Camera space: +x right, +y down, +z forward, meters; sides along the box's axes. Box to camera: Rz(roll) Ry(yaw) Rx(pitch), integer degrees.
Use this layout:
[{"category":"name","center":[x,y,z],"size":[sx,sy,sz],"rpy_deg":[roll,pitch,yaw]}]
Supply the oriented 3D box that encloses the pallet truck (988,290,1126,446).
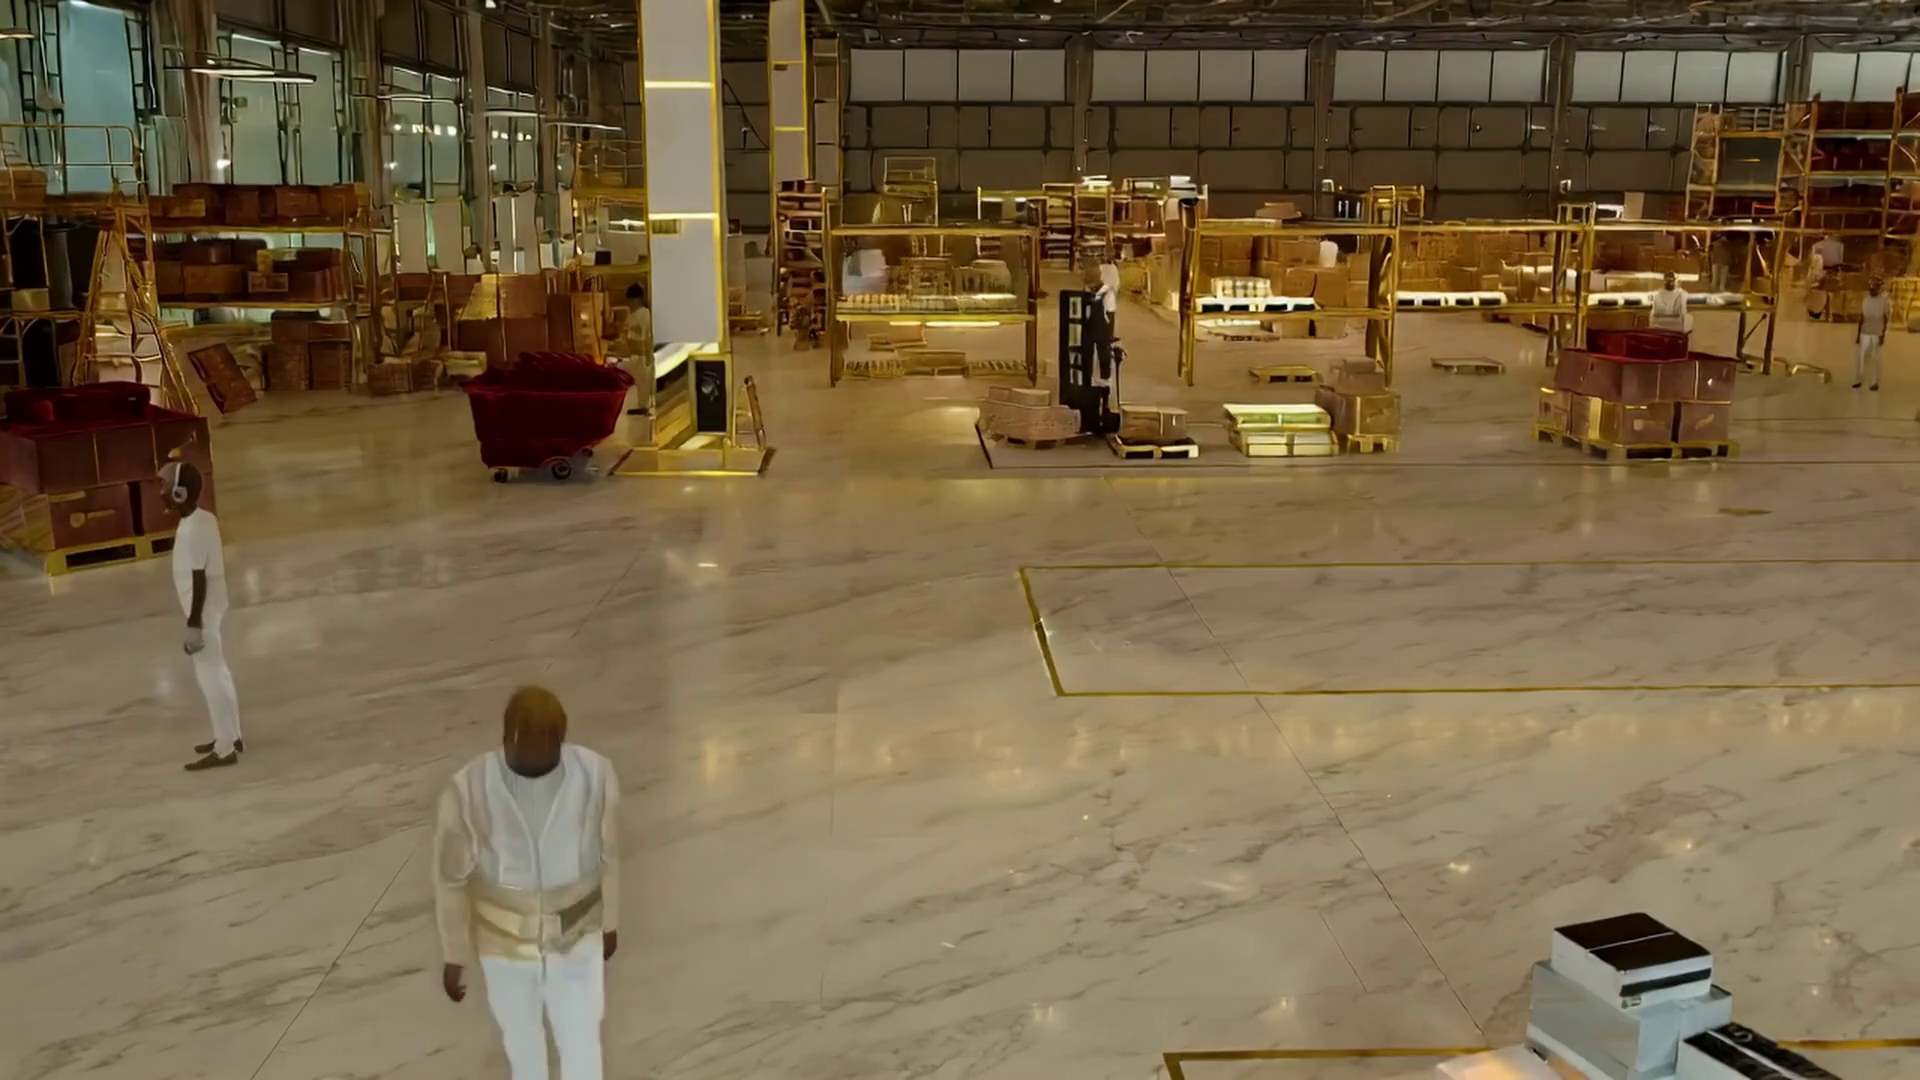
[{"category":"pallet truck","center":[1.257,-2.299,22.111],"size":[1.885,1.965,0.823],"rpy_deg":[-9,15,-35]}]

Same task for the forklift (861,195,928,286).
[{"category":"forklift","center":[-2.114,-9.479,52.520],"size":[1.873,2.768,1.129],"rpy_deg":[6,14,26]}]

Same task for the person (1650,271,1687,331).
[{"category":"person","center":[12.106,-3.658,28.504],"size":[0.337,1.882,0.584],"rpy_deg":[-12,17,-44]}]

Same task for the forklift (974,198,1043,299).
[{"category":"forklift","center":[1.356,-8.191,46.703],"size":[1.873,2.768,1.129],"rpy_deg":[-1,13,-3]}]

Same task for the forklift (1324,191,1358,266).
[{"category":"forklift","center":[14.565,-11.851,63.230],"size":[1.129,2.768,1.873],"rpy_deg":[0,12,-2]}]

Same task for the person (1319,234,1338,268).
[{"category":"person","center":[10.260,-7.581,46.197],"size":[0.631,1.908,0.933],"rpy_deg":[-5,14,-23]}]

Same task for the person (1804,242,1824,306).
[{"category":"person","center":[22.878,-7.108,44.517],"size":[0.532,1.692,0.320],"rpy_deg":[-11,17,-42]}]

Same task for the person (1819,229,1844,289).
[{"category":"person","center":[24.883,-7.900,47.549],"size":[0.613,1.951,1.009],"rpy_deg":[10,16,39]}]

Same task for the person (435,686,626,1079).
[{"category":"person","center":[-1.463,1.415,5.757],"size":[0.649,1.811,0.784],"rpy_deg":[-3,13,-15]}]

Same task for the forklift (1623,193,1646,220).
[{"category":"forklift","center":[23.317,-10.626,57.695],"size":[1.873,2.768,1.129],"rpy_deg":[0,12,-2]}]

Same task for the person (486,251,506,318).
[{"category":"person","center":[-11.443,-6.268,40.868],"size":[0.522,1.631,0.325],"rpy_deg":[12,17,42]}]

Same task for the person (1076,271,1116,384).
[{"category":"person","center":[2.219,-3.494,27.406],"size":[0.706,2.000,1.043],"rpy_deg":[5,13,22]}]

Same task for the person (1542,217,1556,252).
[{"category":"person","center":[21.420,-10.758,60.438],"size":[0.372,1.939,0.544],"rpy_deg":[-12,17,-42]}]

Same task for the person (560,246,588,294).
[{"category":"person","center":[-8.760,-5.742,37.875],"size":[0.596,1.906,0.689],"rpy_deg":[-5,14,-23]}]

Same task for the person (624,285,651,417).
[{"category":"person","center":[-4.720,-2.775,24.417],"size":[0.366,1.926,0.593],"rpy_deg":[-8,15,-32]}]

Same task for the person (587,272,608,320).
[{"category":"person","center":[-8.683,-6.082,39.883],"size":[0.552,1.682,0.436],"rpy_deg":[2,13,8]}]

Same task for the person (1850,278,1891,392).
[{"category":"person","center":[14.917,-3.357,27.212],"size":[0.325,1.860,0.512],"rpy_deg":[-6,14,-27]}]

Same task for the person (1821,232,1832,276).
[{"category":"person","center":[25.390,-8.100,48.711],"size":[0.757,1.812,0.653],"rpy_deg":[6,14,26]}]

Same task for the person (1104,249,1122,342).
[{"category":"person","center":[3.217,-5.157,35.150],"size":[0.372,1.940,0.631],"rpy_deg":[-1,13,-5]}]

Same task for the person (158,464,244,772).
[{"category":"person","center":[-4.545,0.461,9.952],"size":[0.309,1.864,0.535],"rpy_deg":[-3,13,-12]}]

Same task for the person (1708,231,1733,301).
[{"category":"person","center":[21.088,-7.599,46.173],"size":[0.628,1.940,0.377],"rpy_deg":[9,15,36]}]
